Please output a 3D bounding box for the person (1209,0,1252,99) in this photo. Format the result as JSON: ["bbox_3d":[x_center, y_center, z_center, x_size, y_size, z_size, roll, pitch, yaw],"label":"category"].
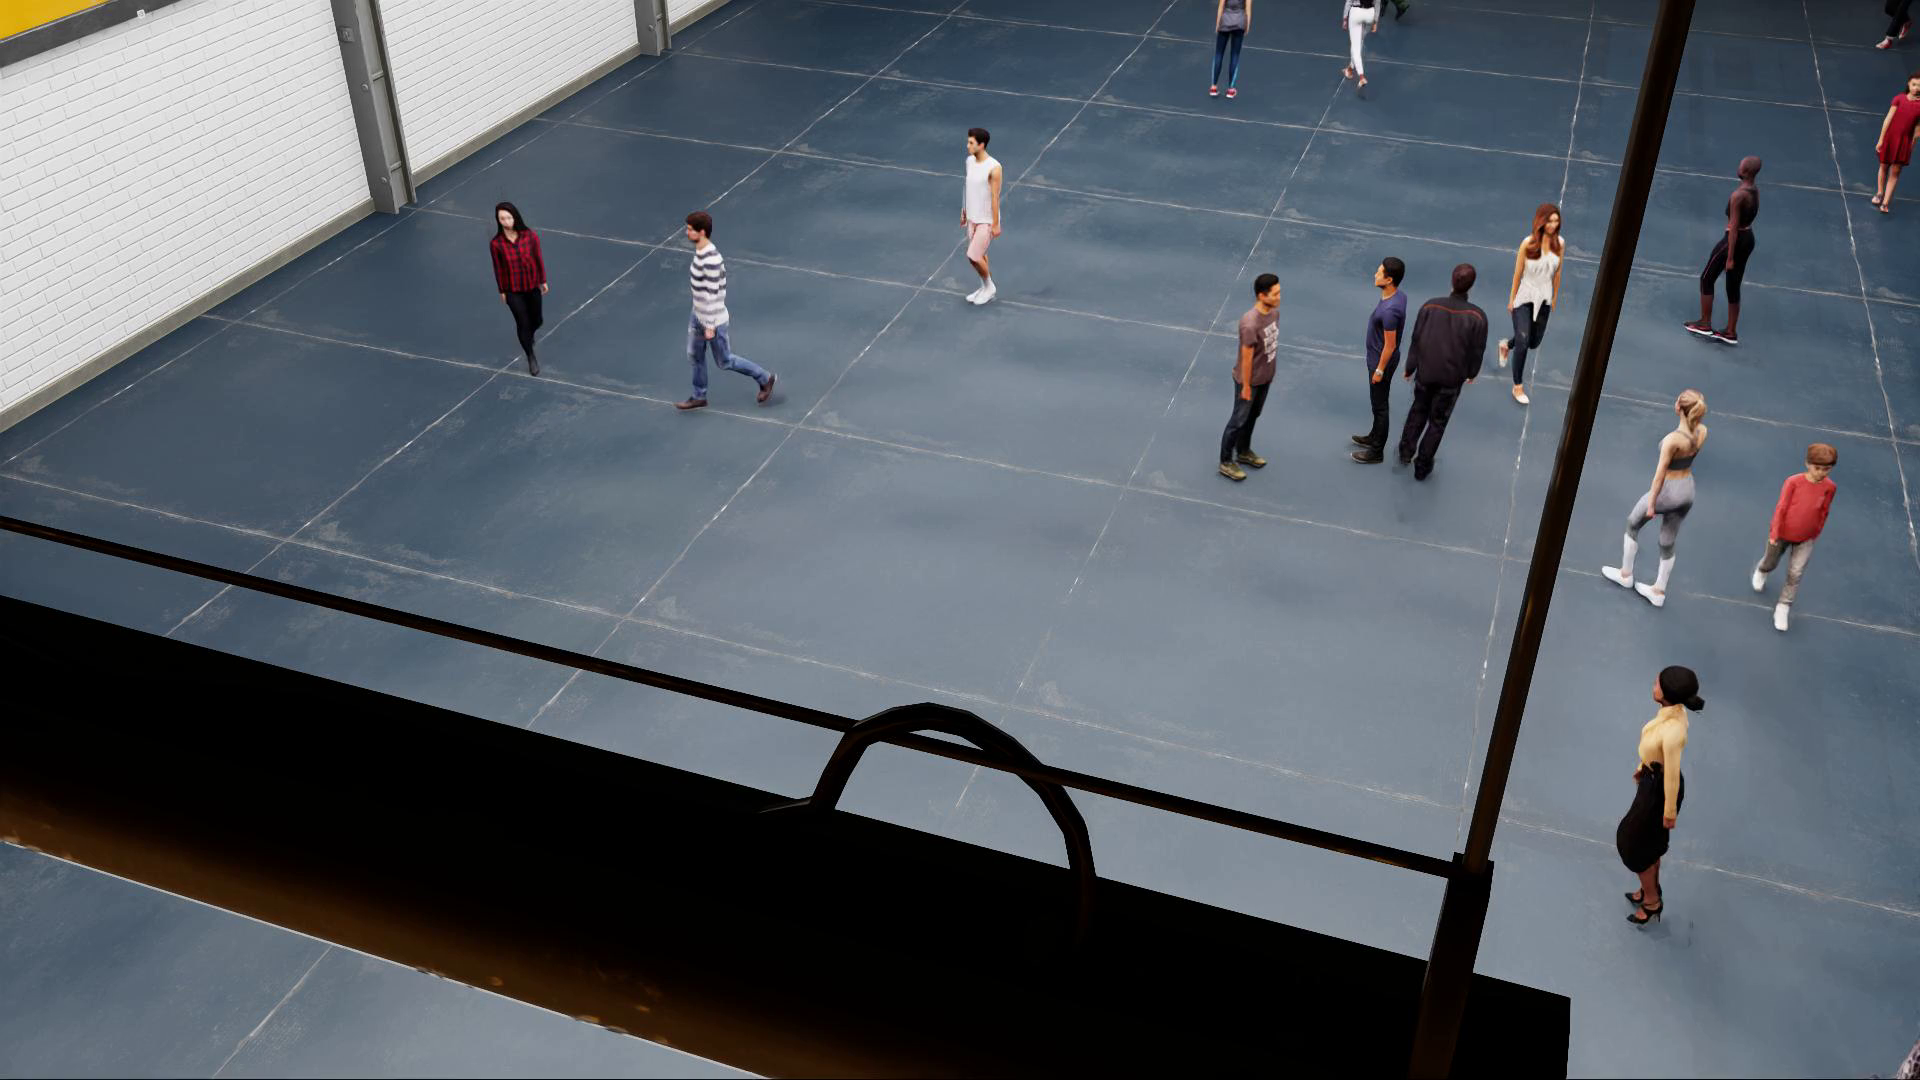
[{"bbox_3d":[3.479,-6.534,21.257,0.634,1.725,0.603,5,34,7],"label":"person"}]

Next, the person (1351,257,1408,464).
[{"bbox_3d":[3.456,-1.469,13.577,0.725,1.791,0.492,7,34,11],"label":"person"}]

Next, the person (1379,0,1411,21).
[{"bbox_3d":[6.305,-8.439,24.031,1.056,1.827,1.024,-23,40,-31],"label":"person"}]

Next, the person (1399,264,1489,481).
[{"bbox_3d":[3.819,-1.285,13.274,0.779,1.820,0.709,18,38,25],"label":"person"}]

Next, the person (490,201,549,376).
[{"bbox_3d":[-3.948,-2.306,14.968,0.816,1.646,0.883,-15,37,-21],"label":"person"}]

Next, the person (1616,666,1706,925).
[{"bbox_3d":[3.955,1.463,9.317,0.693,1.624,0.529,6,34,9],"label":"person"}]

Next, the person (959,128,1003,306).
[{"bbox_3d":[0.288,-3.129,16.095,0.857,1.768,0.809,-19,38,-26],"label":"person"}]

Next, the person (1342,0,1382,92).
[{"bbox_3d":[5.210,-6.661,21.485,0.967,1.683,1.271,-4,34,-6],"label":"person"}]

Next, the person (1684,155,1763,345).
[{"bbox_3d":[7.236,-2.648,15.415,0.873,1.720,0.832,27,42,34],"label":"person"}]

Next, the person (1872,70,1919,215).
[{"bbox_3d":[10.283,-4.405,18.238,0.641,1.522,0.977,18,38,25],"label":"person"}]

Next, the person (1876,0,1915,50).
[{"bbox_3d":[13.168,-7.717,23.024,1.089,1.739,1.047,-13,36,-19],"label":"person"}]

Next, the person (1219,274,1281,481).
[{"bbox_3d":[2.341,-1.332,13.386,0.747,1.775,0.604,26,41,33],"label":"person"}]

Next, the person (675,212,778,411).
[{"bbox_3d":[-2.041,-1.931,14.244,1.166,1.823,1.111,-14,36,-20],"label":"person"}]

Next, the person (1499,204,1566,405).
[{"bbox_3d":[4.965,-2.113,14.567,0.884,1.768,1.050,-5,34,-8],"label":"person"}]

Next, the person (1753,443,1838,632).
[{"bbox_3d":[5.935,-0.097,11.867,0.525,1.398,0.861,9,35,14],"label":"person"}]

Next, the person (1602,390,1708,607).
[{"bbox_3d":[5.116,-0.254,11.846,0.771,1.684,0.842,-13,36,-18],"label":"person"}]
